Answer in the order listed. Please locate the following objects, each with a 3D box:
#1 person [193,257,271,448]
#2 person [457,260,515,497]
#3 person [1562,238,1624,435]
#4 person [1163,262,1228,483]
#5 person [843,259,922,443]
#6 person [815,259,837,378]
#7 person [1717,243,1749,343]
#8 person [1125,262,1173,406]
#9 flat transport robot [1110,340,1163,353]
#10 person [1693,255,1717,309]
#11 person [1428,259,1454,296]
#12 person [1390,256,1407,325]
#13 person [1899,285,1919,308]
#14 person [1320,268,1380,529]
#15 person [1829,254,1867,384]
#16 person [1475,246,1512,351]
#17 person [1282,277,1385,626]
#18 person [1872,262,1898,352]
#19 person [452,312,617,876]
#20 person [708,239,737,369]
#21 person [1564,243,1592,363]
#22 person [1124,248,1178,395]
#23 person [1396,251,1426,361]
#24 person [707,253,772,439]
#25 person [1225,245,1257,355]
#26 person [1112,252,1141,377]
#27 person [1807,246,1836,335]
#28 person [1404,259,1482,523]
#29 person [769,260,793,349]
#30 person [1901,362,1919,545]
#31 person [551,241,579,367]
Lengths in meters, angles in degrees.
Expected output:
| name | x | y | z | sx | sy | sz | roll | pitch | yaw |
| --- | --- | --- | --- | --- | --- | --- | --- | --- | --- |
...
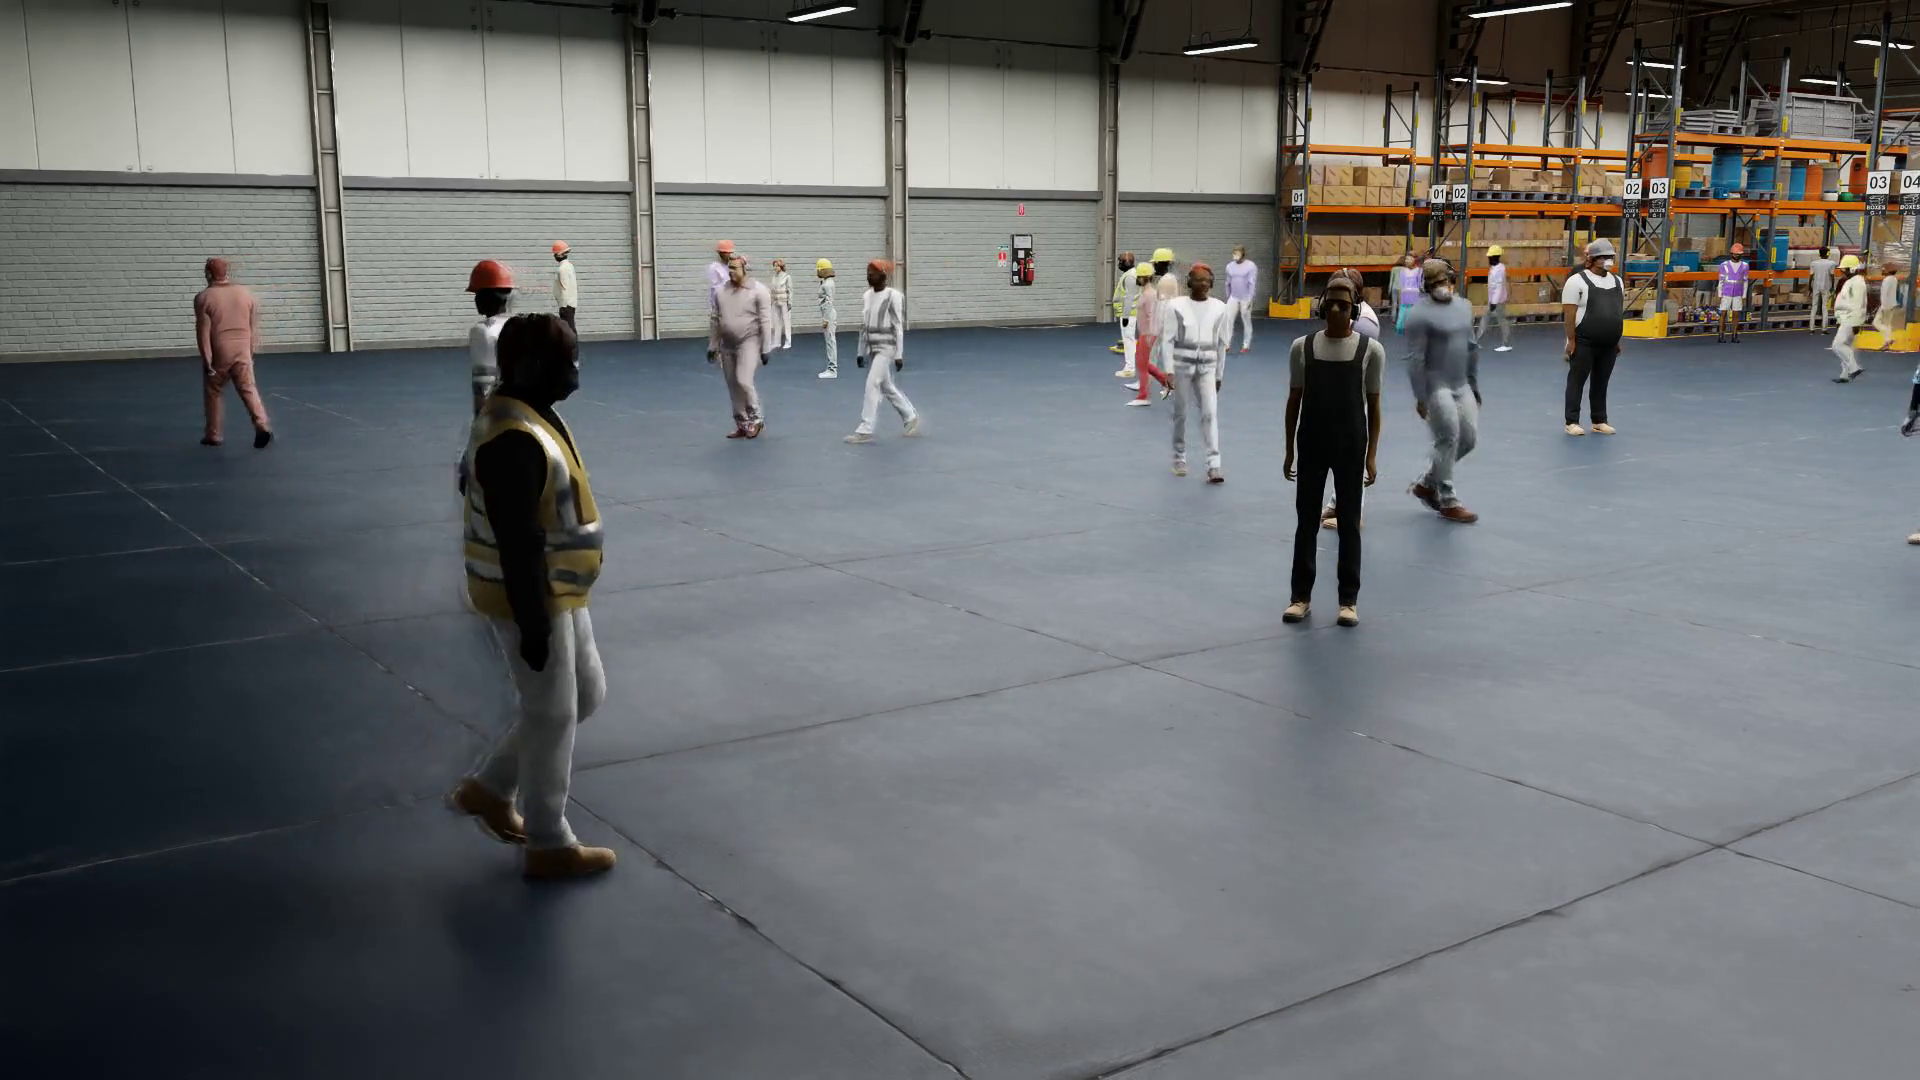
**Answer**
| name | x | y | z | sx | sy | sz | roll | pitch | yaw |
| --- | --- | --- | --- | --- | --- | --- | --- | --- | --- |
| person | -7.144 | -1.830 | 16.284 | 0.957 | 1.866 | 0.642 | 9 | 13 | 40 |
| person | -2.735 | -0.685 | 9.840 | 0.410 | 1.917 | 0.564 | 4 | 11 | 20 |
| person | 6.638 | -2.109 | 17.318 | 0.682 | 2.000 | 0.537 | -3 | 11 | -17 |
| person | 2.004 | -1.419 | 14.103 | 0.583 | 1.844 | 0.855 | -1 | 10 | -5 |
| person | -0.767 | -1.916 | 16.813 | 0.959 | 1.848 | 0.589 | -8 | 13 | -36 |
| person | -1.965 | -3.245 | 24.386 | 0.311 | 1.735 | 0.483 | -1 | 10 | -3 |
| person | 15.004 | -4.781 | 32.293 | 0.541 | 1.930 | 0.386 | 3 | 11 | 14 |
| person | 2.323 | -2.498 | 20.260 | 0.534 | 1.755 | 0.528 | 0 | 10 | -1 |
| flat transport robot | 3.427 | -3.440 | 29.469 | 1.431 | 0.197 | 0.652 | -1 | 10 | -7 |
| person | 16.910 | -5.637 | 37.776 | 0.268 | 1.632 | 0.507 | -10 | 14 | -43 |
| person | 7.857 | -3.732 | 27.155 | 0.320 | 1.698 | 0.531 | -5 | 12 | -27 |
| person | 10.335 | -5.861 | 39.071 | 0.539 | 1.607 | 0.532 | 6 | 12 | 31 |
| person | 19.221 | -4.990 | 33.438 | 0.622 | 1.932 | 0.370 | 5 | 12 | 27 |
| person | 2.726 | -0.998 | 11.797 | 0.429 | 1.838 | 0.621 | 0 | 10 | -2 |
| person | 12.358 | -3.056 | 23.137 | 0.426 | 1.810 | 0.586 | 5 | 11 | 24 |
| person | 9.527 | -4.328 | 29.885 | 0.957 | 1.884 | 0.604 | 0 | 10 | 2 |
| person | 1.976 | -0.466 | 8.847 | 0.507 | 1.847 | 0.345 | 4 | 11 | 19 |
| person | 16.644 | -4.184 | 29.883 | 0.512 | 1.610 | 0.357 | -8 | 13 | -38 |
| person | -1.362 | 0.188 | 5.321 | 0.454 | 1.824 | 0.644 | -1 | 10 | -7 |
| person | -3.684 | -3.659 | 25.867 | 0.558 | 2.022 | 0.600 | 7 | 13 | 35 |
| person | 9.992 | -3.761 | 26.572 | 0.617 | 1.967 | 0.677 | 10 | 14 | 42 |
| person | 2.525 | -2.823 | 21.616 | 0.871 | 1.893 | 0.612 | 2 | 10 | 9 |
| person | 7.564 | -3.913 | 27.802 | 0.520 | 1.828 | 0.570 | -8 | 13 | -37 |
| person | -2.256 | -1.964 | 16.959 | 0.652 | 1.891 | 0.459 | 6 | 12 | 28 |
| person | 4.836 | -4.164 | 28.958 | 0.643 | 1.901 | 0.880 | 7 | 13 | 35 |
| person | 2.459 | -3.314 | 24.501 | 0.428 | 1.836 | 0.625 | 1 | 10 | 8 |
| person | 18.165 | -5.260 | 35.080 | 0.516 | 1.865 | 0.329 | 7 | 13 | 34 |
| person | 3.530 | -1.077 | 12.055 | 0.669 | 1.904 | 0.538 | -7 | 13 | -34 |
| person | -3.310 | -4.350 | 30.708 | 0.523 | 1.637 | 0.311 | 7 | 12 | 34 |
| person | 6.760 | -0.815 | 11.279 | 0.873 | 1.659 | 0.528 | -5 | 12 | -27 |
| person | -6.197 | -3.686 | 26.097 | 0.393 | 1.990 | 0.616 | 0 | 10 | -3 |
